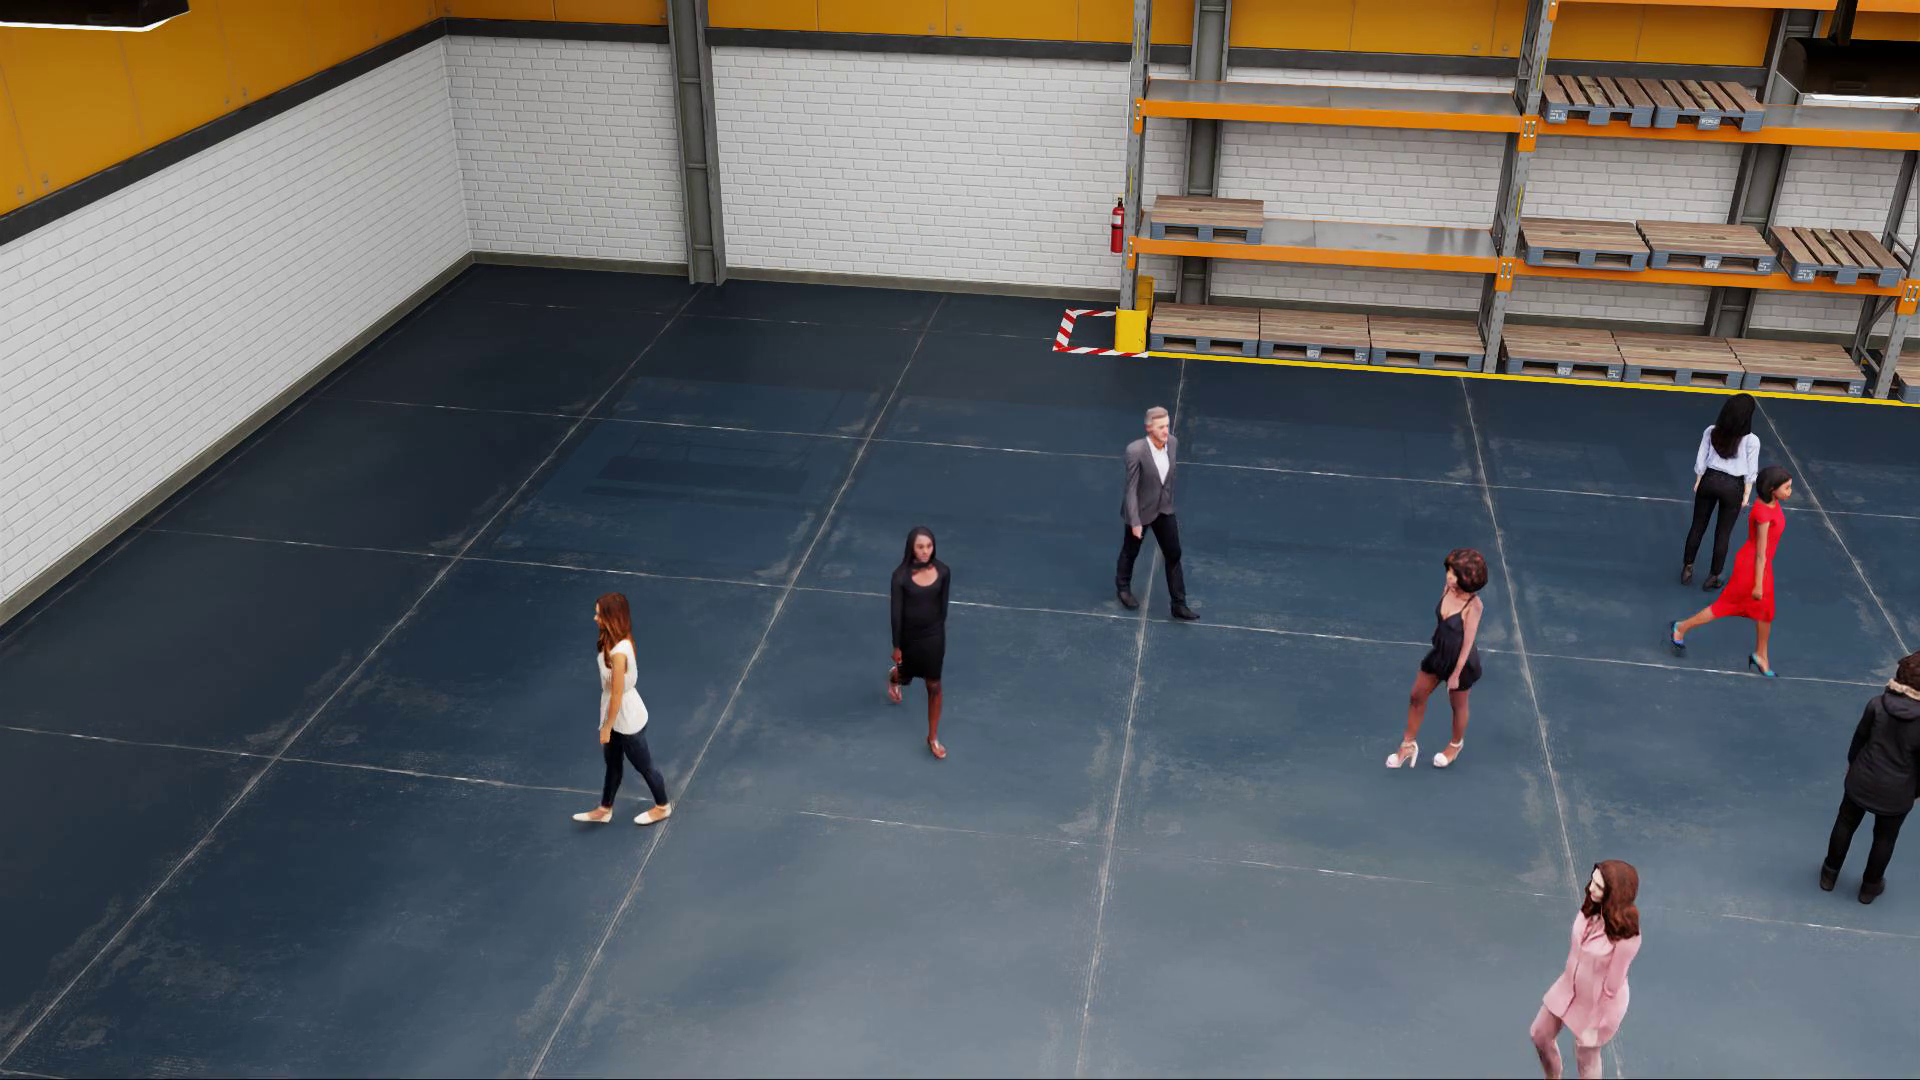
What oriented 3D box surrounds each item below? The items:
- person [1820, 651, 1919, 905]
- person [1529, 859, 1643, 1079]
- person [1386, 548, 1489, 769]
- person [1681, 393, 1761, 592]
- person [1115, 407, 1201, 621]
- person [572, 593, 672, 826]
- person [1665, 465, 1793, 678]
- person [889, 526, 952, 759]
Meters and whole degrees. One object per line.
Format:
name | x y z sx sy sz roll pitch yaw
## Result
person | 5.706 1.472 10.268 0.677 1.772 0.781 21 35 33
person | 3.347 2.370 8.601 0.762 1.791 0.729 -8 30 -14
person | 3.458 0.831 11.447 0.920 1.769 0.822 -12 31 -21
person | 6.273 -0.401 13.728 0.683 1.747 0.796 23 36 35
person | 1.465 -0.260 13.403 1.160 1.809 1.197 -16 32 -27
person | -2.119 1.134 10.892 0.985 1.767 0.860 -11 31 -19
person | 5.906 0.232 12.610 1.173 1.706 0.884 18 33 29
person | -0.321 0.666 11.825 1.099 1.696 1.036 -11 31 -20
